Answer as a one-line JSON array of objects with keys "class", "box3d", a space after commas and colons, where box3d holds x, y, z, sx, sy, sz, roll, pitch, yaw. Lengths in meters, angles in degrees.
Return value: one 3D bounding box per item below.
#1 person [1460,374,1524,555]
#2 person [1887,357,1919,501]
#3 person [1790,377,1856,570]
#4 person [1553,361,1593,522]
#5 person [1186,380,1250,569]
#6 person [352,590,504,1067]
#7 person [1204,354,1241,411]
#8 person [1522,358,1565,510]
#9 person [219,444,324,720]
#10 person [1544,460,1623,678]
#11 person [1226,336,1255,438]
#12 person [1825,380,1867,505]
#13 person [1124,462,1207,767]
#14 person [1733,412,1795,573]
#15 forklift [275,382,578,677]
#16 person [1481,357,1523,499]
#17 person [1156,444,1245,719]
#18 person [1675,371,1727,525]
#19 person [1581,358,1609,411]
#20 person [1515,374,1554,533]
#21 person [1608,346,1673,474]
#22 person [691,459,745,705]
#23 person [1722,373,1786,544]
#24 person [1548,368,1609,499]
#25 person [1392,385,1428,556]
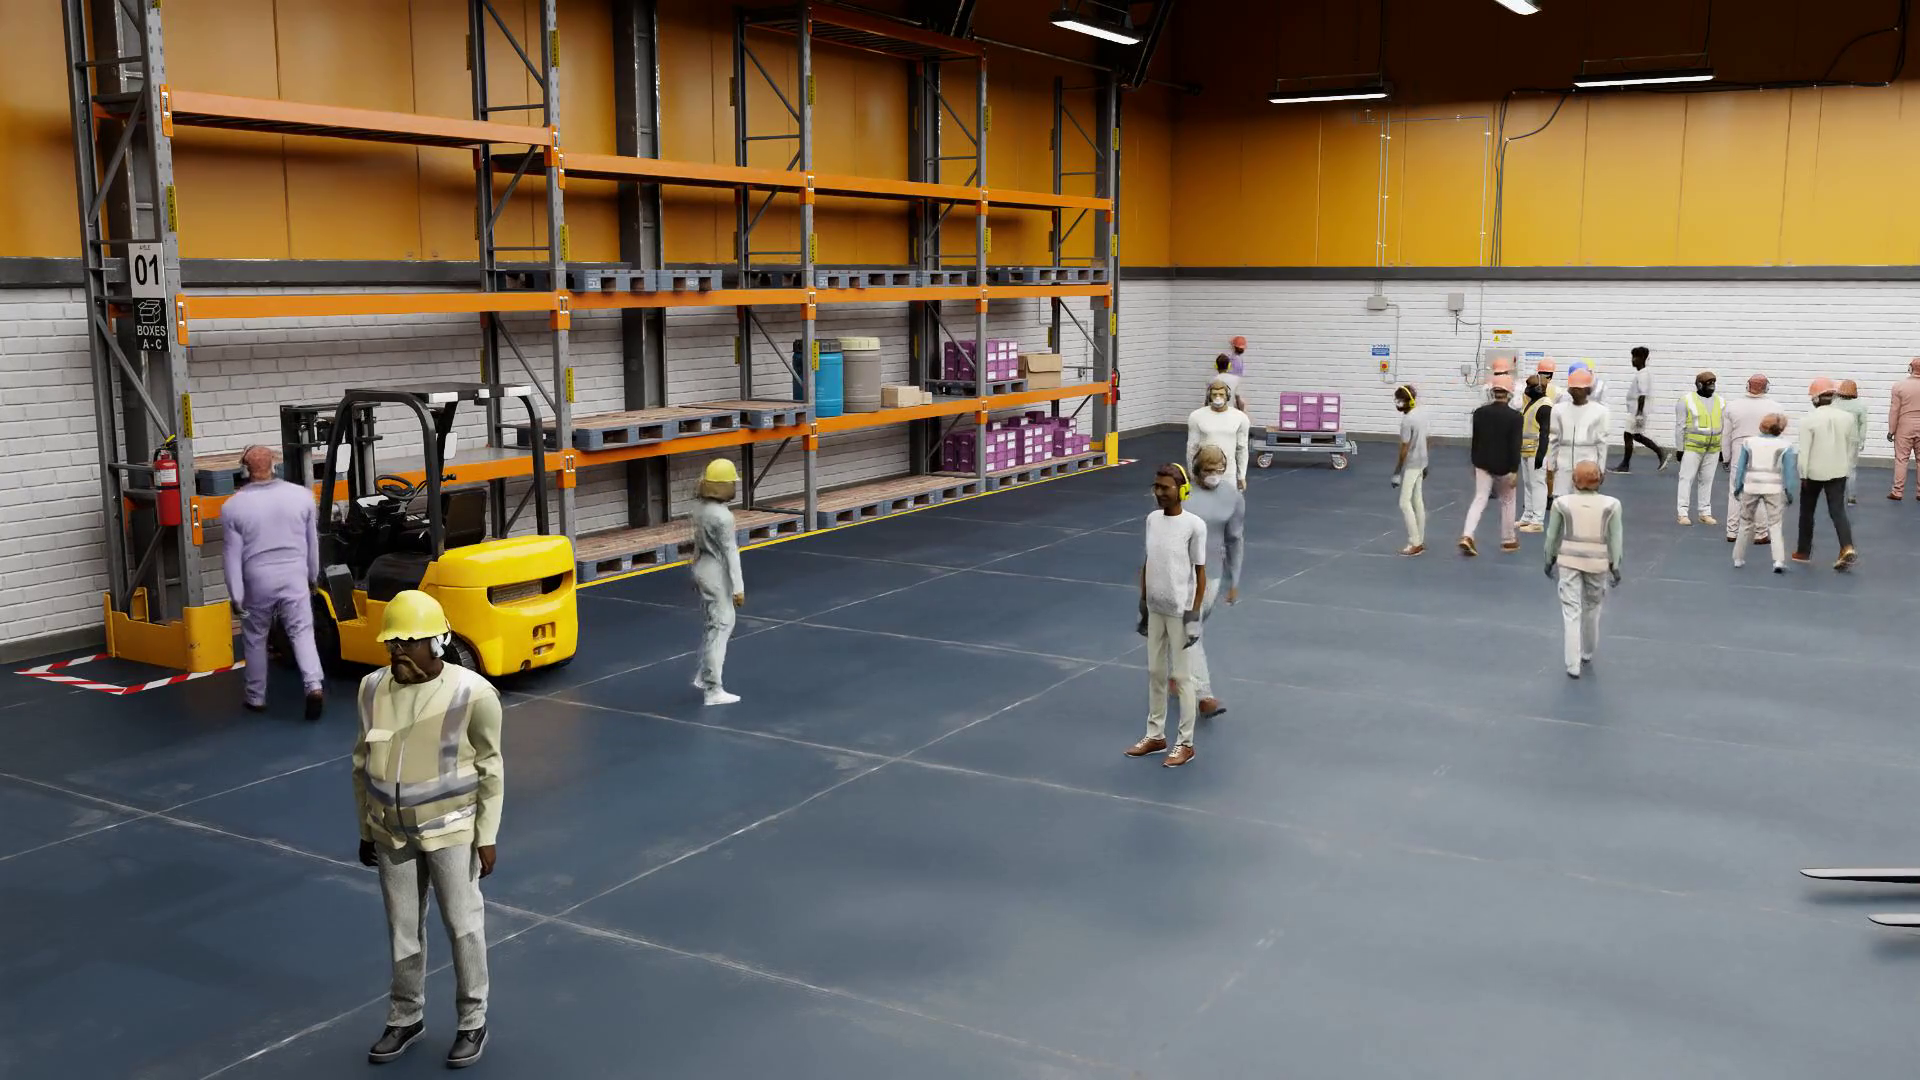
[{"class": "person", "box3d": [5.703, -0.804, 17.792, 0.621, 1.947, 0.996, 9, 13, 43]}, {"class": "person", "box3d": [12.638, -1.469, 22.051, 0.641, 1.913, 0.408, 2, 9, 12]}, {"class": "person", "box3d": [8.875, -0.678, 16.985, 0.605, 1.958, 0.887, 0, 9, 0]}, {"class": "person", "box3d": [7.456, -1.198, 20.243, 0.406, 1.945, 0.614, 7, 11, 37]}, {"class": "person", "box3d": [2.617, -0.663, 16.933, 0.628, 1.940, 0.377, 1, 9, 7]}, {"class": "person", "box3d": [-2.033, 1.090, 6.323, 0.595, 1.832, 0.404, 1, 9, 9]}, {"class": "person", "box3d": [3.793, -1.768, 24.088, 0.563, 1.852, 0.526, 0, 9, -1]}, {"class": "person", "box3d": [7.423, -1.343, 21.182, 0.544, 1.939, 0.354, 3, 10, 17]}, {"class": "person", "box3d": [-4.631, 0.282, 11.222, 0.650, 1.878, 0.865, -6, 11, -34]}, {"class": "person", "box3d": [4.698, 0.196, 12.582, 0.545, 1.598, 0.807, 3, 9, 16]}, {"class": "person", "box3d": [4.982, -2.765, 30.208, 0.930, 1.877, 0.567, 6, 11, 35]}, {"class": "person", "box3d": [11.530, -1.274, 21.690, 0.498, 1.634, 0.280, 5, 10, 28]}, {"class": "person", "box3d": [1.274, 0.449, 10.207, 0.329, 1.871, 0.507, -8, 12, -40]}, {"class": "person", "box3d": [8.097, -0.483, 16.800, 0.602, 1.619, 0.467, 8, 12, 40]}, {"class": "forklift", "box3d": [-3.974, -0.067, 12.417, 2.313, 2.155, 1.214, 5, 11, 30]}, {"class": "person", "box3d": [7.338, -1.529, 22.469, 0.598, 1.901, 0.856, 5, 10, 26]}, {"class": "person", "box3d": [1.630, 0.253, 11.432, 0.673, 1.863, 1.060, -3, 10, -17]}, {"class": "person", "box3d": [8.878, -1.095, 19.922, 0.631, 1.846, 0.429, -1, 9, -6]}, {"class": "person", "box3d": [9.181, -1.779, 24.338, 0.620, 1.799, 0.708, 6, 11, 34]}, {"class": "person", "box3d": [6.682, -1.009, 19.393, 0.429, 1.845, 0.622, 0, 9, 2]}, {"class": "person", "box3d": [10.231, -1.938, 24.895, 0.820, 1.940, 0.610, 4, 10, 24]}, {"class": "person", "box3d": [-1.674, 0.295, 11.588, 0.382, 1.728, 0.519, -6, 11, -33]}, {"class": "person", "box3d": [8.847, -0.905, 18.546, 0.653, 1.906, 0.408, 7, 12, 39]}, {"class": "person", "box3d": [6.534, -0.811, 17.592, 0.615, 2.022, 0.670, 7, 11, 36]}, {"class": "person", "box3d": [4.862, -0.753, 17.889, 0.343, 1.822, 0.671, 6, 11, 33]}]
